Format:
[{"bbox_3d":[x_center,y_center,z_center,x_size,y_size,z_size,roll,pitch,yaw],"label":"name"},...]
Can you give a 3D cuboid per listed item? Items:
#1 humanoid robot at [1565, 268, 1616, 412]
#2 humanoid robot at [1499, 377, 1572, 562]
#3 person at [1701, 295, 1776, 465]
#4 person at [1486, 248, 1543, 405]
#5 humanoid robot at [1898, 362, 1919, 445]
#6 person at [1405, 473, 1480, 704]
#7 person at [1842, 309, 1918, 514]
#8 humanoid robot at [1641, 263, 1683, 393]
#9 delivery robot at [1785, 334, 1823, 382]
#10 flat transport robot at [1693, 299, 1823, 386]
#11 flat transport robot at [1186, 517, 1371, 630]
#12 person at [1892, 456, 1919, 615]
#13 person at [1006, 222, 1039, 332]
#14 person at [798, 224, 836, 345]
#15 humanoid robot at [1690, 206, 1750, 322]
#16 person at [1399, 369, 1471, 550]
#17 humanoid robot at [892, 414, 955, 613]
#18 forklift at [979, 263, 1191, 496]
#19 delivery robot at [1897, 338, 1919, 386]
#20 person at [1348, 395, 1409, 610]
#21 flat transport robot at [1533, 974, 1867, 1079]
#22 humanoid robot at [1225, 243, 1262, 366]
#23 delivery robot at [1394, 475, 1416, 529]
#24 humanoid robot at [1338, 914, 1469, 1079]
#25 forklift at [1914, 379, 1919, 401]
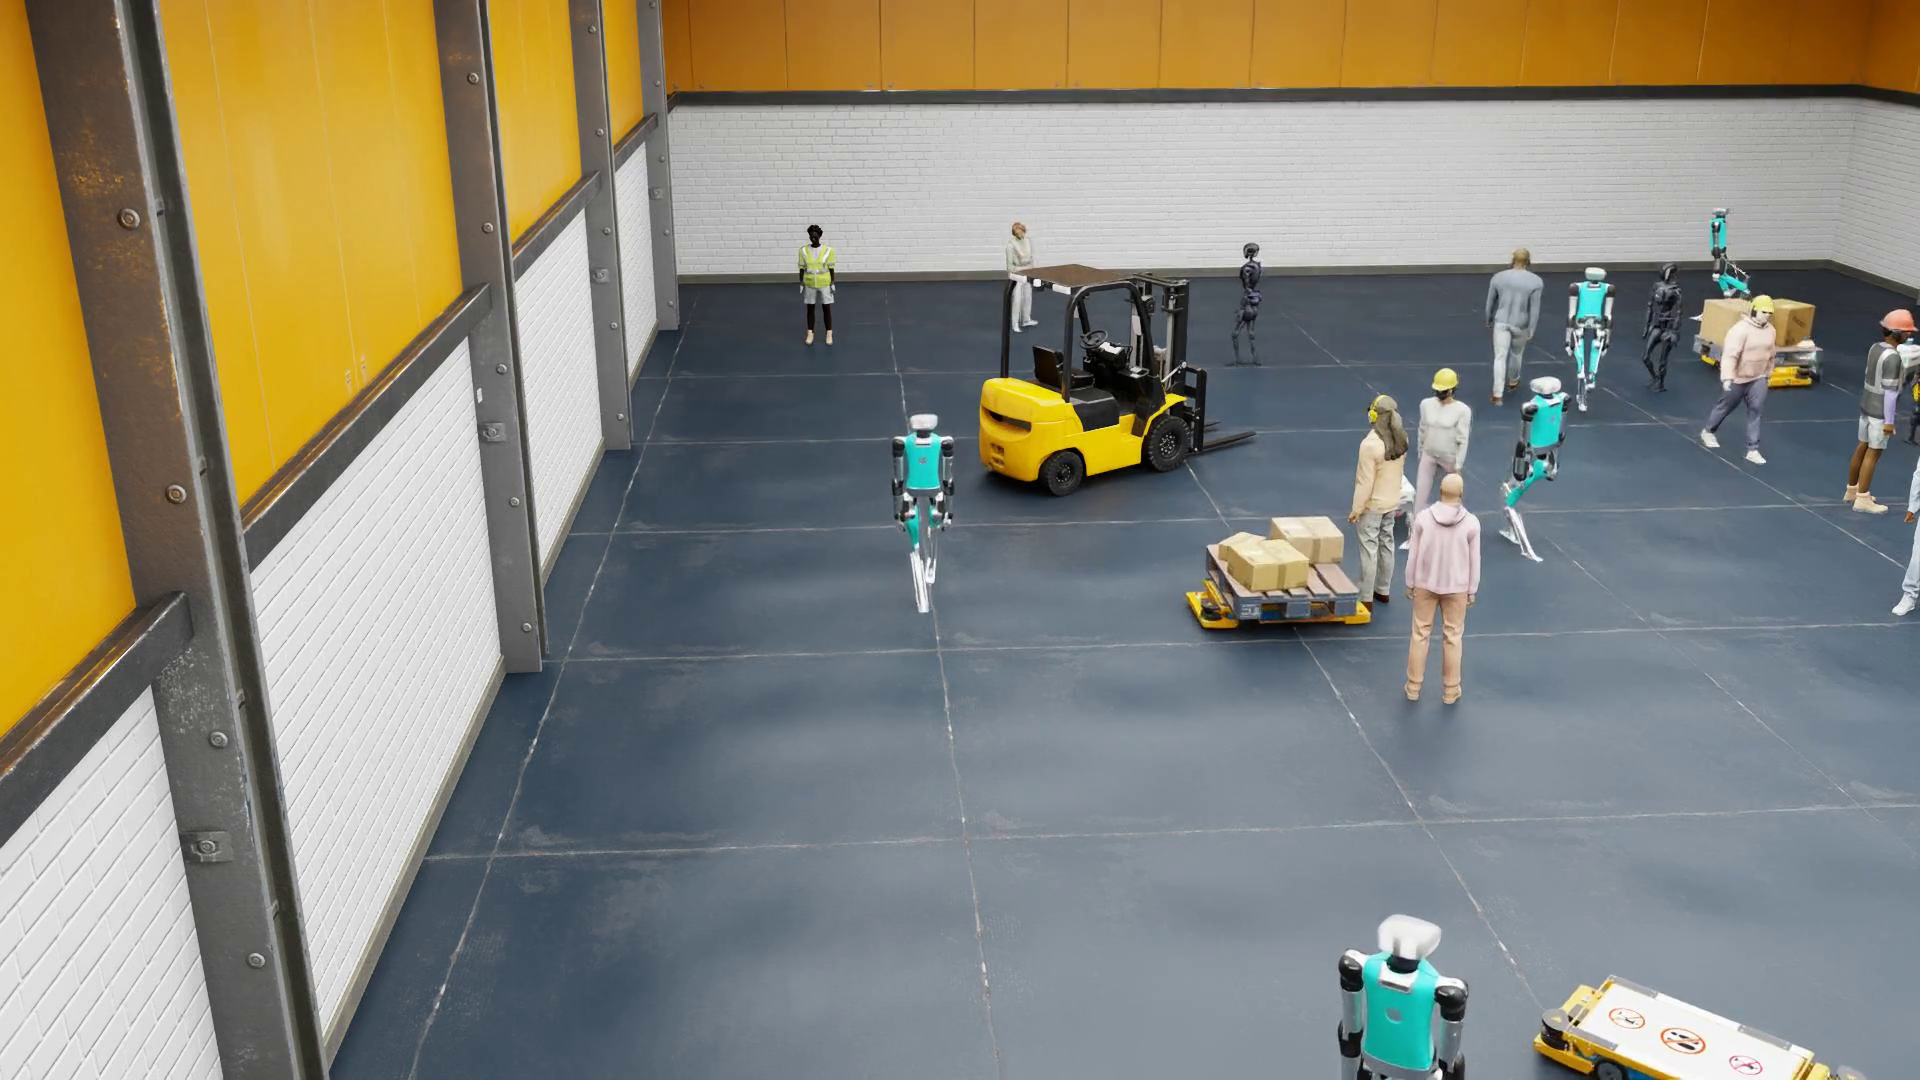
[{"bbox_3d":[7.506,-2.336,19.820,0.540,1.721,0.965,3,20,8],"label":"humanoid robot"},{"bbox_3d":[5.210,-0.714,15.492,0.584,1.779,0.875,-8,22,-20],"label":"humanoid robot"},{"bbox_3d":[8.632,-1.818,18.322,0.783,1.827,0.924,-3,20,-9],"label":"person"},{"bbox_3d":[6.814,-2.667,20.551,0.655,1.869,1.046,9,22,22],"label":"person"},{"bbox_3d":[10.937,-1.799,18.523,0.611,1.635,0.704,-4,21,-11],"label":"humanoid robot"},{"bbox_3d":[3.591,0.369,12.422,0.536,1.781,0.401,6,21,17],"label":"person"},{"bbox_3d":[9.170,-1.285,16.557,0.366,2.045,0.607,3,20,8],"label":"person"},{"bbox_3d":[8.825,-2.655,20.835,0.381,1.645,0.590,-8,22,-21],"label":"humanoid robot"},{"bbox_3d":[10.995,-2.406,21.755,0.499,0.585,0.772,7,21,19],"label":"delivery robot"},{"bbox_3d":[10.453,-2.288,21.862,0.659,0.231,1.431,-3,20,-8],"label":"flat transport robot"},{"bbox_3d":[2.707,0.531,14.181,1.431,0.231,0.659,-2,20,-5],"label":"flat transport robot"},{"bbox_3d":[8.268,-0.255,13.926,0.591,1.922,0.393,15,25,35],"label":"person"},{"bbox_3d":[0.921,-3.825,24.105,0.321,1.604,0.704,17,26,39],"label":"person"},{"bbox_3d":[-2.005,-3.579,23.313,0.534,1.693,0.320,1,20,4],"label":"person"},{"bbox_3d":[11.250,-3.969,24.309,0.957,1.742,0.539,11,23,28],"label":"humanoid robot"},{"bbox_3d":[4.545,-0.791,15.685,0.529,1.726,0.867,16,25,37],"label":"person"},{"bbox_3d":[-0.316,-0.329,14.448,0.530,1.774,0.995,0,20,-1],"label":"humanoid robot"},{"bbox_3d":[1.315,-1.764,17.646,2.313,2.155,1.214,-14,24,-33],"label":"forklift"},{"bbox_3d":[12.226,-2.309,21.501,0.789,0.593,0.499,-14,25,-34],"label":"delivery robot"},{"bbox_3d":[3.559,-0.314,14.154,0.553,1.877,0.404,-15,25,-35],"label":"person"},{"bbox_3d":[3.725,2.652,8.402,1.431,0.231,0.659,17,26,38],"label":"flat transport robot"},{"bbox_3d":[3.829,-3.139,22.142,0.456,1.642,0.588,7,21,17],"label":"humanoid robot"},{"bbox_3d":[4.258,-0.452,16.471,0.499,0.612,0.815,0,20,0],"label":"delivery robot"},{"bbox_3d":[1.938,2.319,7.185,0.556,1.733,1.036,12,23,30],"label":"humanoid robot"},{"bbox_3d":[12.602,-2.435,19.475,2.313,2.155,1.214,-1,20,-4],"label":"forklift"}]
